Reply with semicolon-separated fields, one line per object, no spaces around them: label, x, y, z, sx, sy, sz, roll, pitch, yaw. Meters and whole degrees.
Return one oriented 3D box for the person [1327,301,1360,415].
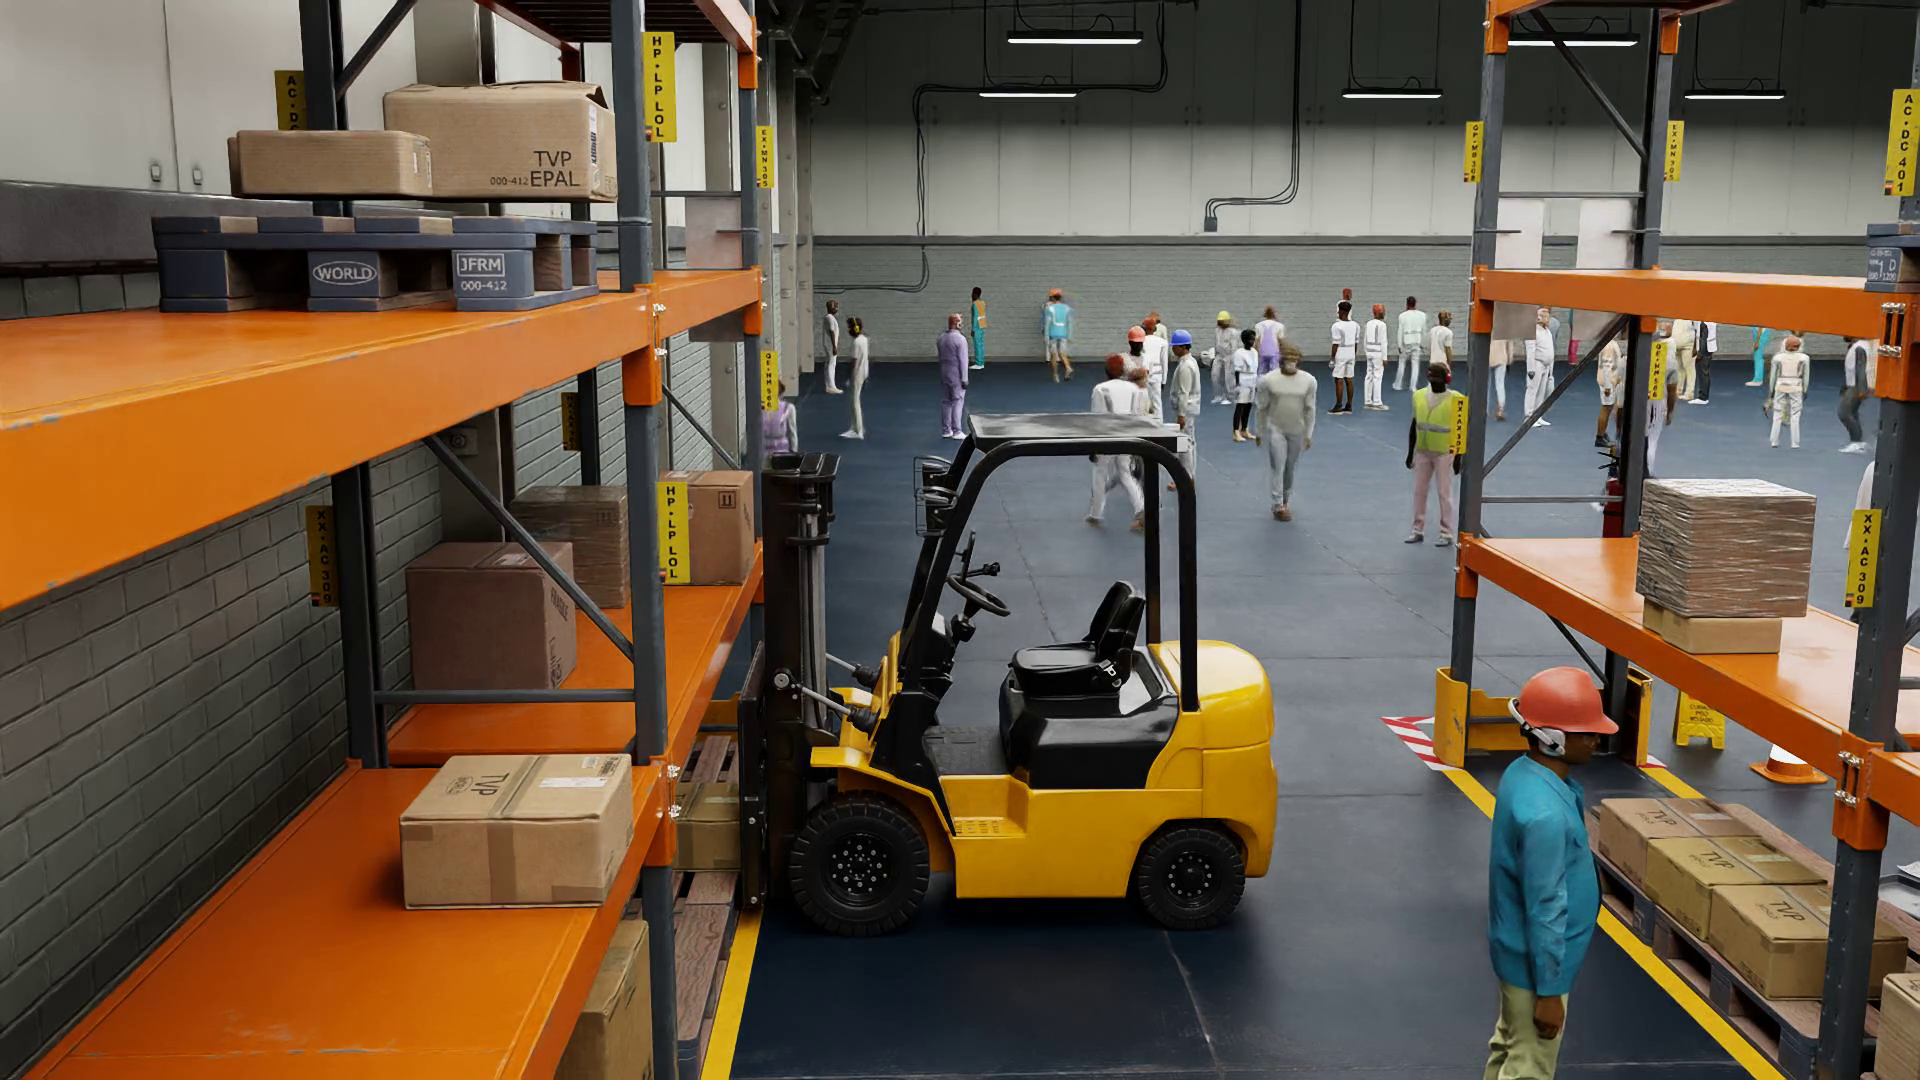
person;6.644;-3.156;28.852;0.607;1.965;0.367;-7;12;-33

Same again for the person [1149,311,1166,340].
person;3.867;-3.767;33.229;0.556;1.612;0.378;-2;10;-13

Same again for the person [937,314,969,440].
person;-0.073;-2.474;25.255;0.401;1.900;0.642;-7;12;-34

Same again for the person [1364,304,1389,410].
person;7.427;-3.258;29.650;0.356;1.883;0.572;-4;11;-22

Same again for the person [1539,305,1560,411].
person;10.288;-3.231;29.345;0.627;1.941;0.370;-7;12;-33

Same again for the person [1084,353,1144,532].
person;1.638;-1.011;17.232;0.618;1.857;0.908;-6;12;-31

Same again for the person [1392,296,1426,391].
person;9.049;-3.952;33.506;0.608;1.886;0.792;-1;10;-4

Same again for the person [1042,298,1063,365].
person;2.289;-5.189;40.547;0.590;1.833;0.403;2;10;11

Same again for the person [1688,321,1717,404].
person;13.760;-3.470;30.730;0.391;1.920;0.593;7;12;35

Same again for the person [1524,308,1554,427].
person;9.411;-2.797;27.003;0.411;1.913;0.643;9;14;42

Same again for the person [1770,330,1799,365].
person;18.519;-4.618;37.134;0.594;1.916;0.642;9;14;42

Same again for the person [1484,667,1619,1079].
person;1.753;1.232;4.996;0.329;1.751;0.572;2;10;12

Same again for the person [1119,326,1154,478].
person;2.199;-1.712;20.887;0.548;1.937;0.379;-5;11;-24

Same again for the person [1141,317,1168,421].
person;2.812;-2.372;24.754;0.581;1.878;0.364;-3;11;-16

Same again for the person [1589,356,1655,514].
person;7.202;-1.120;17.923;0.552;1.817;0.996;-2;10;-12

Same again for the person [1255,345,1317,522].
person;3.523;-1.188;18.104;0.628;1.904;0.905;0;10;1

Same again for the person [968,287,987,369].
person;0.422;-5.000;39.253;0.392;1.920;0.593;3;11;18

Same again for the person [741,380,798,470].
person;-1.953;-0.851;17.041;0.574;1.592;0.825;-1;10;-3

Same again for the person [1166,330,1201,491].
person;2.689;-1.556;20.020;0.419;1.939;0.607;3;10;14

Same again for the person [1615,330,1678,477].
person;8.291;-1.629;20.134;0.691;2.000;1.019;5;11;24

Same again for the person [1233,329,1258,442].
person;4.299;-2.331;25.009;0.317;1.694;0.540;9;14;41

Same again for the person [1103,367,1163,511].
person;1.887;-1.124;18.507;0.699;1.612;0.521;5;11;25

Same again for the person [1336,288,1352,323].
person;9.187;-5.073;39.784;0.359;1.877;0.587;-3;10;-14

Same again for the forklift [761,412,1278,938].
forklift;0.291;0.548;7.580;2.313;2.155;1.214;0;10;-2

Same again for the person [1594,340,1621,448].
person;9.479;-2.301;24.214;0.384;1.926;0.550;5;11;27

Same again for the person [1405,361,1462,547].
person;4.694;-0.849;16.379;0.391;1.831;0.561;-9;14;-43

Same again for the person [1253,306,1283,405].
person;5.622;-3.352;30.323;0.510;1.831;0.433;4;11;19

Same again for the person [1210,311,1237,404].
person;4.841;-3.344;30.575;0.487;1.728;0.453;8;13;39

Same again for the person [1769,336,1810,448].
person;12.034;-2.143;24.152;0.527;1.631;0.315;7;13;35

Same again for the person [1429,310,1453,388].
person;8.153;-2.971;28.194;0.343;1.840;0.505;-5;11;-26

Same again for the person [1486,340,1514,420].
person;9.048;-3.012;28.082;0.619;1.961;0.966;1;10;6

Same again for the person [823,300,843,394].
person;-2.531;-3.810;32.834;0.345;1.845;0.508;-3;11;-19

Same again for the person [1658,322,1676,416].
person;12.085;-2.943;28.633;0.347;1.623;0.591;-3;11;-15

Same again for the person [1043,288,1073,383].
person;2.072;-4.318;35.206;0.641;2.011;0.584;-4;11;-22

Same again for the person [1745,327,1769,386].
person;16.595;-4.113;34.551;0.353;1.837;0.511;6;12;30

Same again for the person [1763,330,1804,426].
person;13.461;-2.737;27.131;0.550;1.737;0.623;-7;12;-33

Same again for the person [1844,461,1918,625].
person;6.056;0.126;10.945;0.388;1.837;0.560;1;10;8

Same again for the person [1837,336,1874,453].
person;12.619;-2.150;23.451;0.465;1.892;0.673;3;11;17

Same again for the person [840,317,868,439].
person;-1.630;-2.461;25.309;0.453;1.850;0.556;1;10;7

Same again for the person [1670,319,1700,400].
person;13.756;-3.690;31.619;0.537;2.000;0.689;-2;10;-11
